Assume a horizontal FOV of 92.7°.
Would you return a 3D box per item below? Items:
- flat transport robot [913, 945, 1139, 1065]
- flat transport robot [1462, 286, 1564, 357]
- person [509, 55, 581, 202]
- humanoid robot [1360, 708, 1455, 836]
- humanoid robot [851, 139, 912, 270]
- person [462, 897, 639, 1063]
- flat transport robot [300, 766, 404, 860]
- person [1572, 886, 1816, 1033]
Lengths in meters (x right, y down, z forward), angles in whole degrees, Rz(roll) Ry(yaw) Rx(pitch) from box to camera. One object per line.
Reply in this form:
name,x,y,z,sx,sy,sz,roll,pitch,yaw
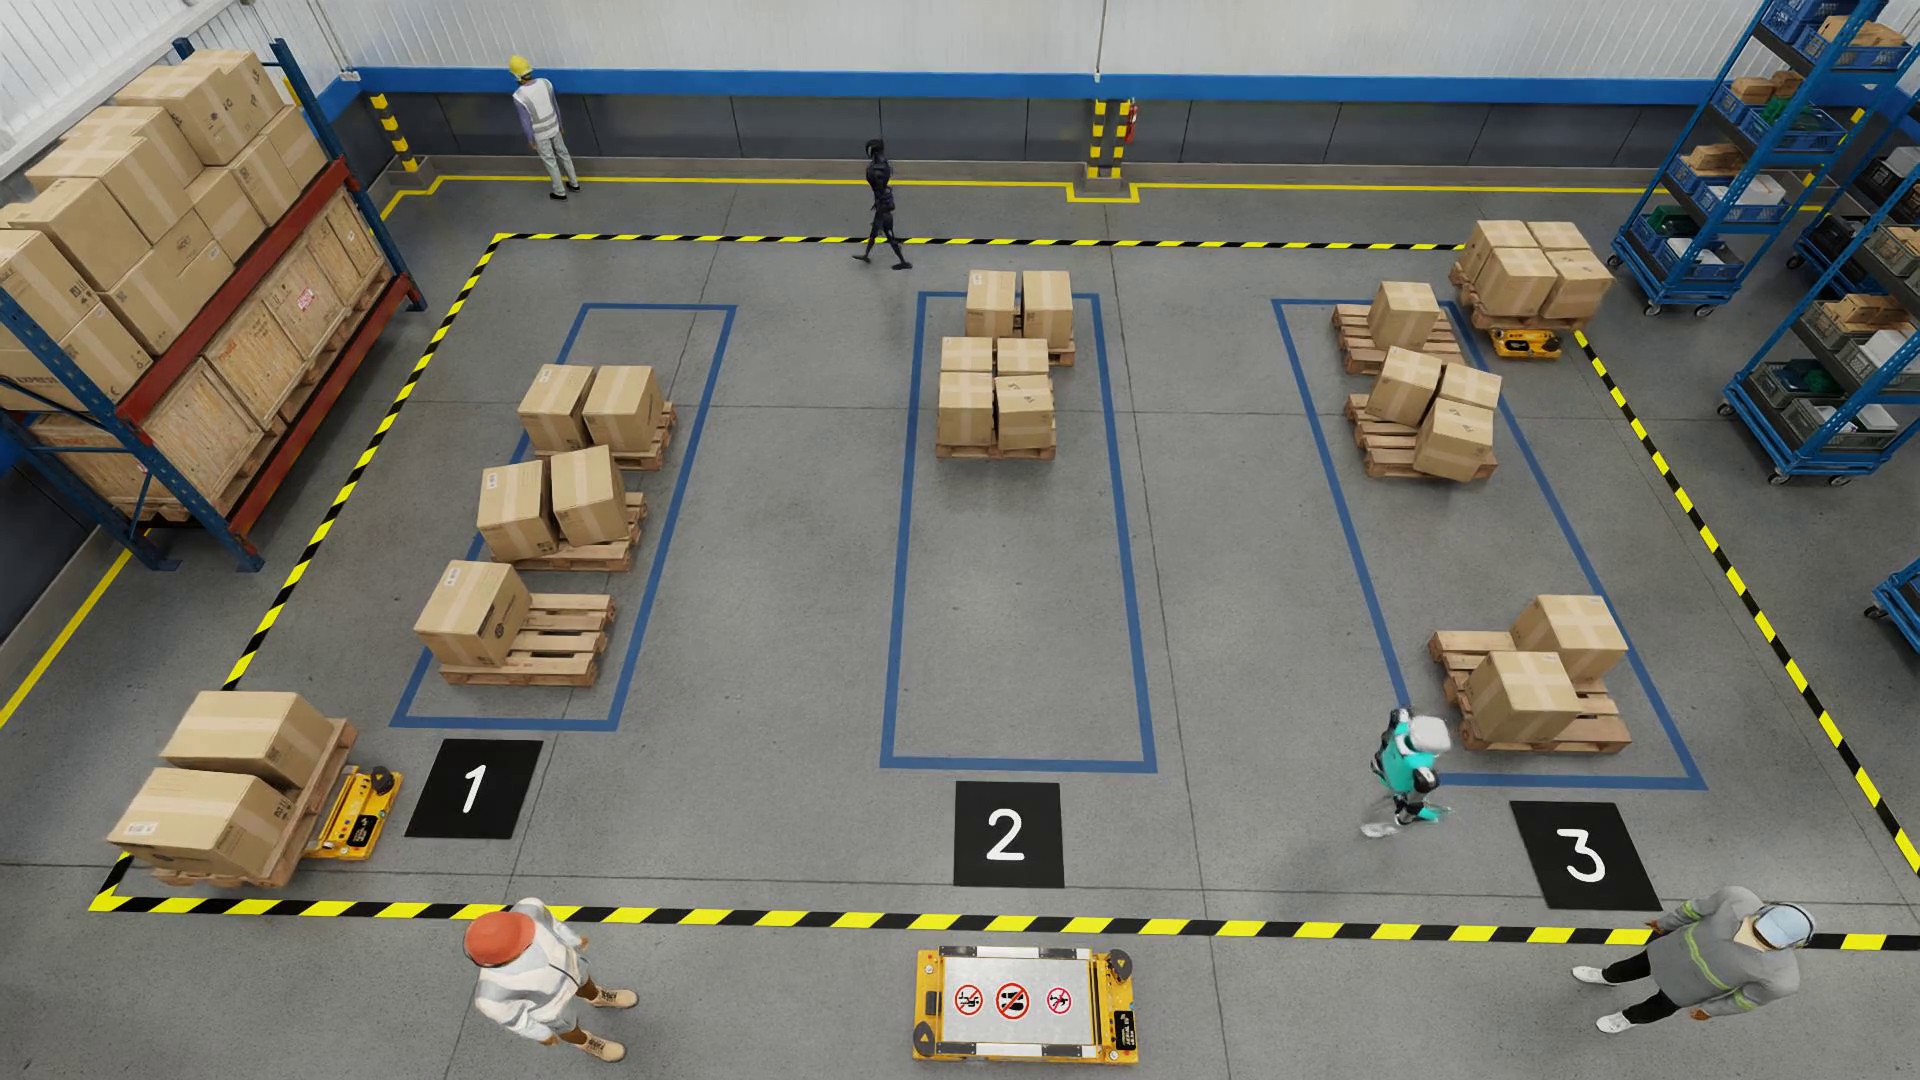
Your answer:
flat transport robot,0.422,3.041,6.007,1.431,0.231,0.659,1,51,1
flat transport robot,6.383,-2.659,10.635,0.652,0.197,1.431,1,51,1
person,-5.350,-5.269,11.770,0.404,1.836,0.589,24,55,18
humanoid robot,3.078,1.687,6.207,0.781,1.843,0.555,-3,51,-3
humanoid robot,-0.968,-3.900,10.775,0.737,1.632,0.584,-7,51,-5
person,-2.322,2.546,5.264,0.360,2.047,0.612,3,51,2
flat transport robot,-5.021,2.014,6.826,1.431,0.197,0.652,1,51,1
person,4.323,2.506,5.420,0.361,1.852,0.596,-2,51,-2
